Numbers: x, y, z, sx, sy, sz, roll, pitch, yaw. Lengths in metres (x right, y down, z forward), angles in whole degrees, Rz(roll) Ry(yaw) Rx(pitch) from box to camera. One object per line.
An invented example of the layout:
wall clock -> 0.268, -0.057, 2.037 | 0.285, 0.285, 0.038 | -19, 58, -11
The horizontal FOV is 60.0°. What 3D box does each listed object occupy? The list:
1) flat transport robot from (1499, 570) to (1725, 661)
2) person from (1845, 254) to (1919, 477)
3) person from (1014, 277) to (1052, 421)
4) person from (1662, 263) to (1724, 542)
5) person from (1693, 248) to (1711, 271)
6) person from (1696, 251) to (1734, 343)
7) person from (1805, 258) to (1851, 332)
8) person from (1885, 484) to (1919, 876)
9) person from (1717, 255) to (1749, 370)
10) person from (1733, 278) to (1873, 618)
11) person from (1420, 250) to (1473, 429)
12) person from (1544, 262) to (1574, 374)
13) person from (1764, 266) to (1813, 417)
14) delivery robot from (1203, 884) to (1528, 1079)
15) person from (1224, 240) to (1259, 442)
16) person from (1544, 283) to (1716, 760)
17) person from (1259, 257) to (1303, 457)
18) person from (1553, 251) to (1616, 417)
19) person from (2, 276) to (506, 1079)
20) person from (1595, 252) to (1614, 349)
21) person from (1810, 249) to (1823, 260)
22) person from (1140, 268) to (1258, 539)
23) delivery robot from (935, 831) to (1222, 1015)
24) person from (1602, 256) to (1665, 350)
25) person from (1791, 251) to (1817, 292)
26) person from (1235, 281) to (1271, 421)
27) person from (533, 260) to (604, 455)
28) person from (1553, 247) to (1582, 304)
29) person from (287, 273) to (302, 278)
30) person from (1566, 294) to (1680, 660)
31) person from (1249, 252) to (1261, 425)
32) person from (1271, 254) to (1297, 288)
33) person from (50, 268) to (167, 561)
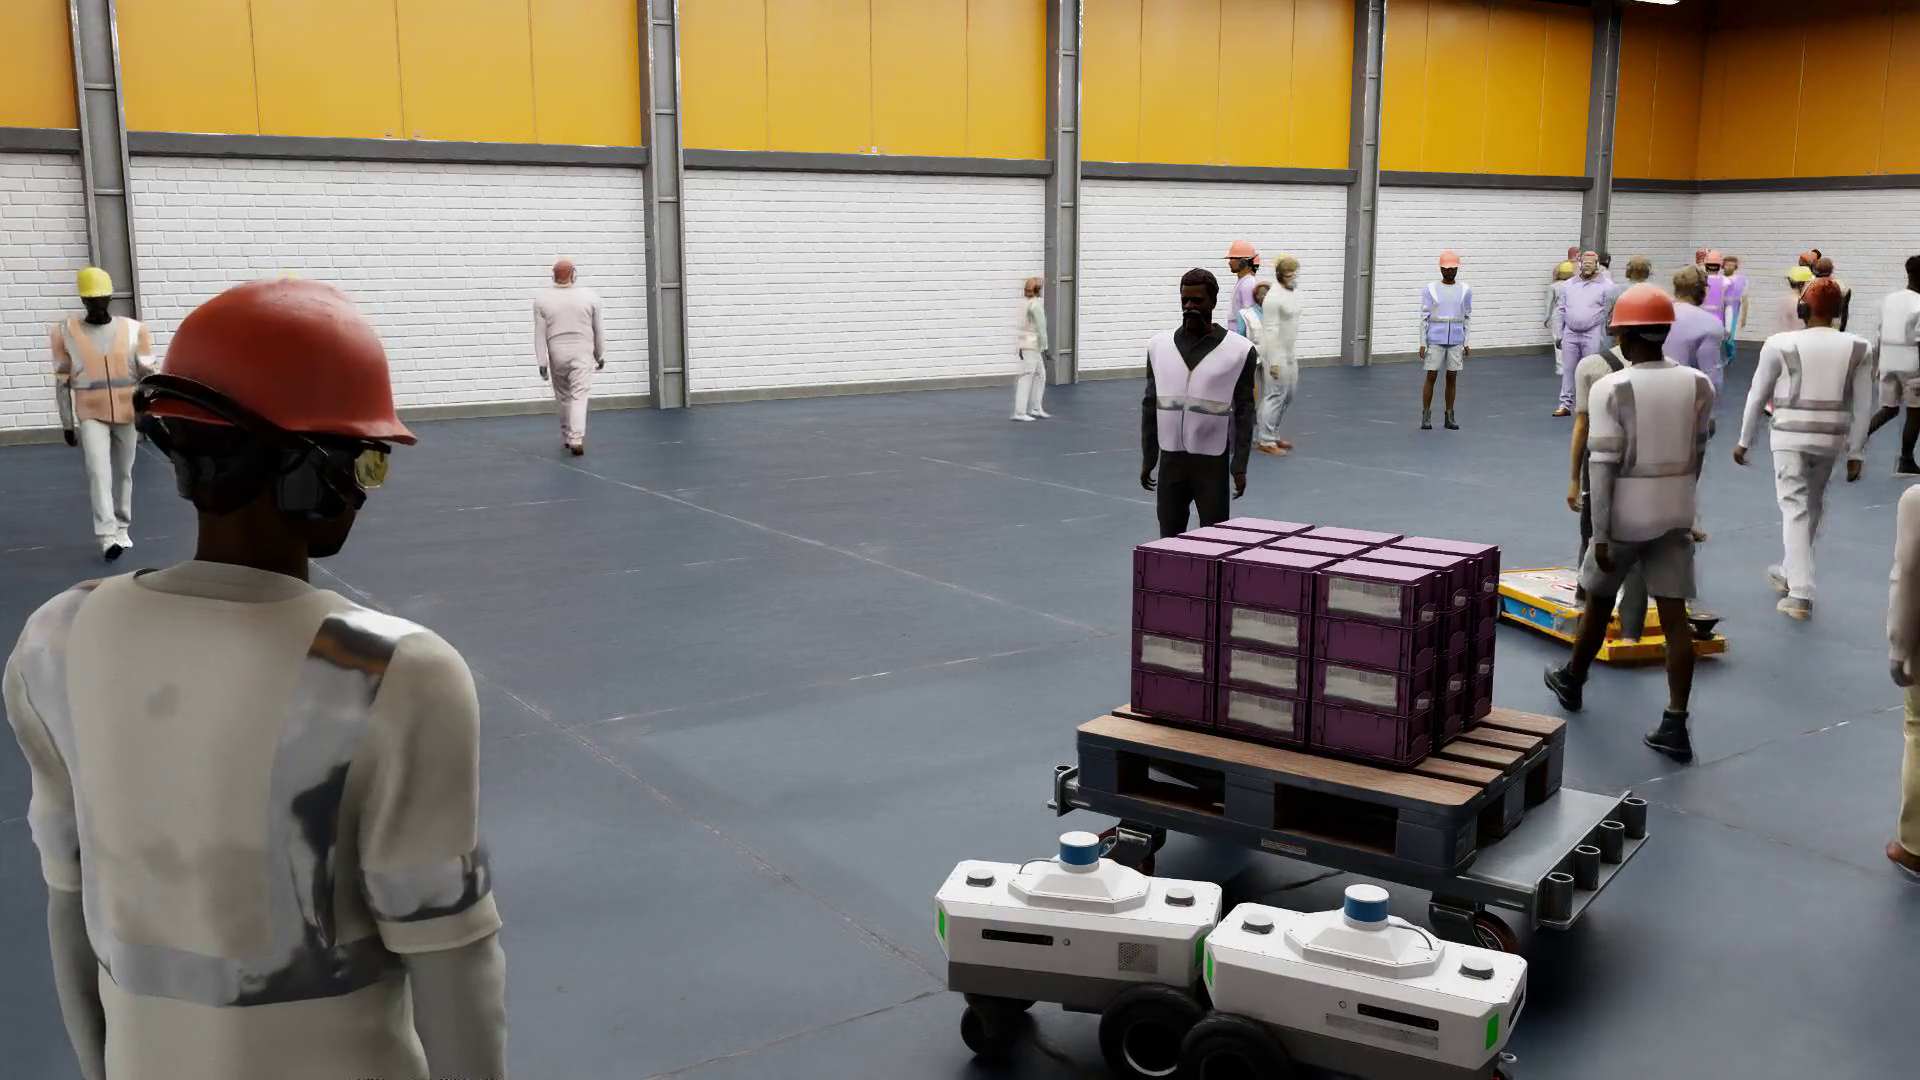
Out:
flat transport robot -> 3.272, 0.359, 8.757 | 0.652, 0.197, 1.431 | -2, 11, -14
person -> 8.107, -1.501, 14.371 | 0.661, 1.939, 0.619 | -3, 11, -17
person -> 0.869, -2.147, 18.773 | 0.621, 1.620, 0.512 | -2, 11, -13
person -> 4.711, -0.874, 11.046 | 0.886, 1.914, 0.638 | -5, 11, -25
person -> 11.207, -3.455, 25.181 | 0.410, 1.909, 0.643 | -4, 11, -20
person -> 9.701, -2.794, 21.608 | 0.565, 1.882, 0.975 | 3, 11, 17
person -> 10.515, -2.536, 20.399 | 0.632, 1.815, 0.782 | 3, 11, 15
person -> 3.172, 0.338, 5.187 | 0.509, 1.611, 0.627 | 3, 11, 14
person -> 11.610, -3.417, 25.225 | 0.614, 1.815, 0.632 | 5, 12, 27
person -> 4.706, -0.534, 9.343 | 0.594, 1.842, 0.951 | 1, 10, 5
person -> 5.242, -2.150, 17.945 | 0.552, 1.934, 0.373 | 0, 10, 2
person -> 9.169, -3.375, 25.322 | 0.499, 1.697, 0.886 | 1, 10, 8
person -> 9.098, -2.099, 18.144 | 0.364, 1.751, 0.552 | 2, 11, 11
delivery robot -> 0.947, 1.055, 3.909 | 0.707, 0.478, 0.477 | 5, 12, 28
person -> 2.854, -2.018, 16.923 | 0.382, 2.045, 0.605 | 1, 10, 7
person -> 2.794, -0.109, 6.897 | 0.562, 1.875, 1.020 | -1, 10, -4
person -> 3.014, -1.724, 15.727 | 0.494, 1.894, 0.679 | 7, 12, 34
person -> 7.168, -2.355, 19.138 | 0.643, 1.913, 0.410 | 8, 13, 37
person -> -0.824, 0.698, 2.086 | 0.614, 2.030, 0.405 | 3, 11, 15
person -> 10.982, -4.059, 28.752 | 0.615, 1.814, 0.639 | -3, 11, -15
person -> 14.261, -3.932, 27.893 | 0.521, 1.873, 0.328 | 4, 11, 23
person -> 1.206, -0.417, 8.495 | 0.590, 1.919, 0.392 | 5, 11, 25
delivery robot -> 0.301, 0.991, 4.258 | 0.707, 0.478, 0.477 | 3, 11, 14
person -> 6.756, -1.893, 16.692 | 0.648, 1.880, 1.039 | 2, 11, 12
person -> 11.089, -2.836, 21.844 | 0.354, 1.886, 0.572 | -2, 11, -12
person -> 3.005, -1.768, 16.665 | 0.522, 1.638, 0.310 | 0, 10, -2
person -> -3.764, -1.763, 16.069 | 0.634, 1.857, 1.019 | -1, 10, -6
person -> 10.729, -4.186, 29.198 | 0.644, 1.904, 0.399 | 9, 14, 41
person -> -5.124, -1.160, 12.891 | 0.591, 1.810, 0.696 | -6, 12, -28
person -> 3.292, -0.323, 8.268 | 0.529, 1.818, 0.796 | 2, 11, 11
person -> 3.182, -2.242, 18.448 | 0.354, 1.939, 0.544 | 1, 10, 8
person -> 4.689, -3.216, 24.121 | 0.471, 1.823, 0.613 | 1, 10, 6
person -> -5.520, -0.817, 10.818 | 0.603, 1.871, 1.001 | -7, 13, -34
